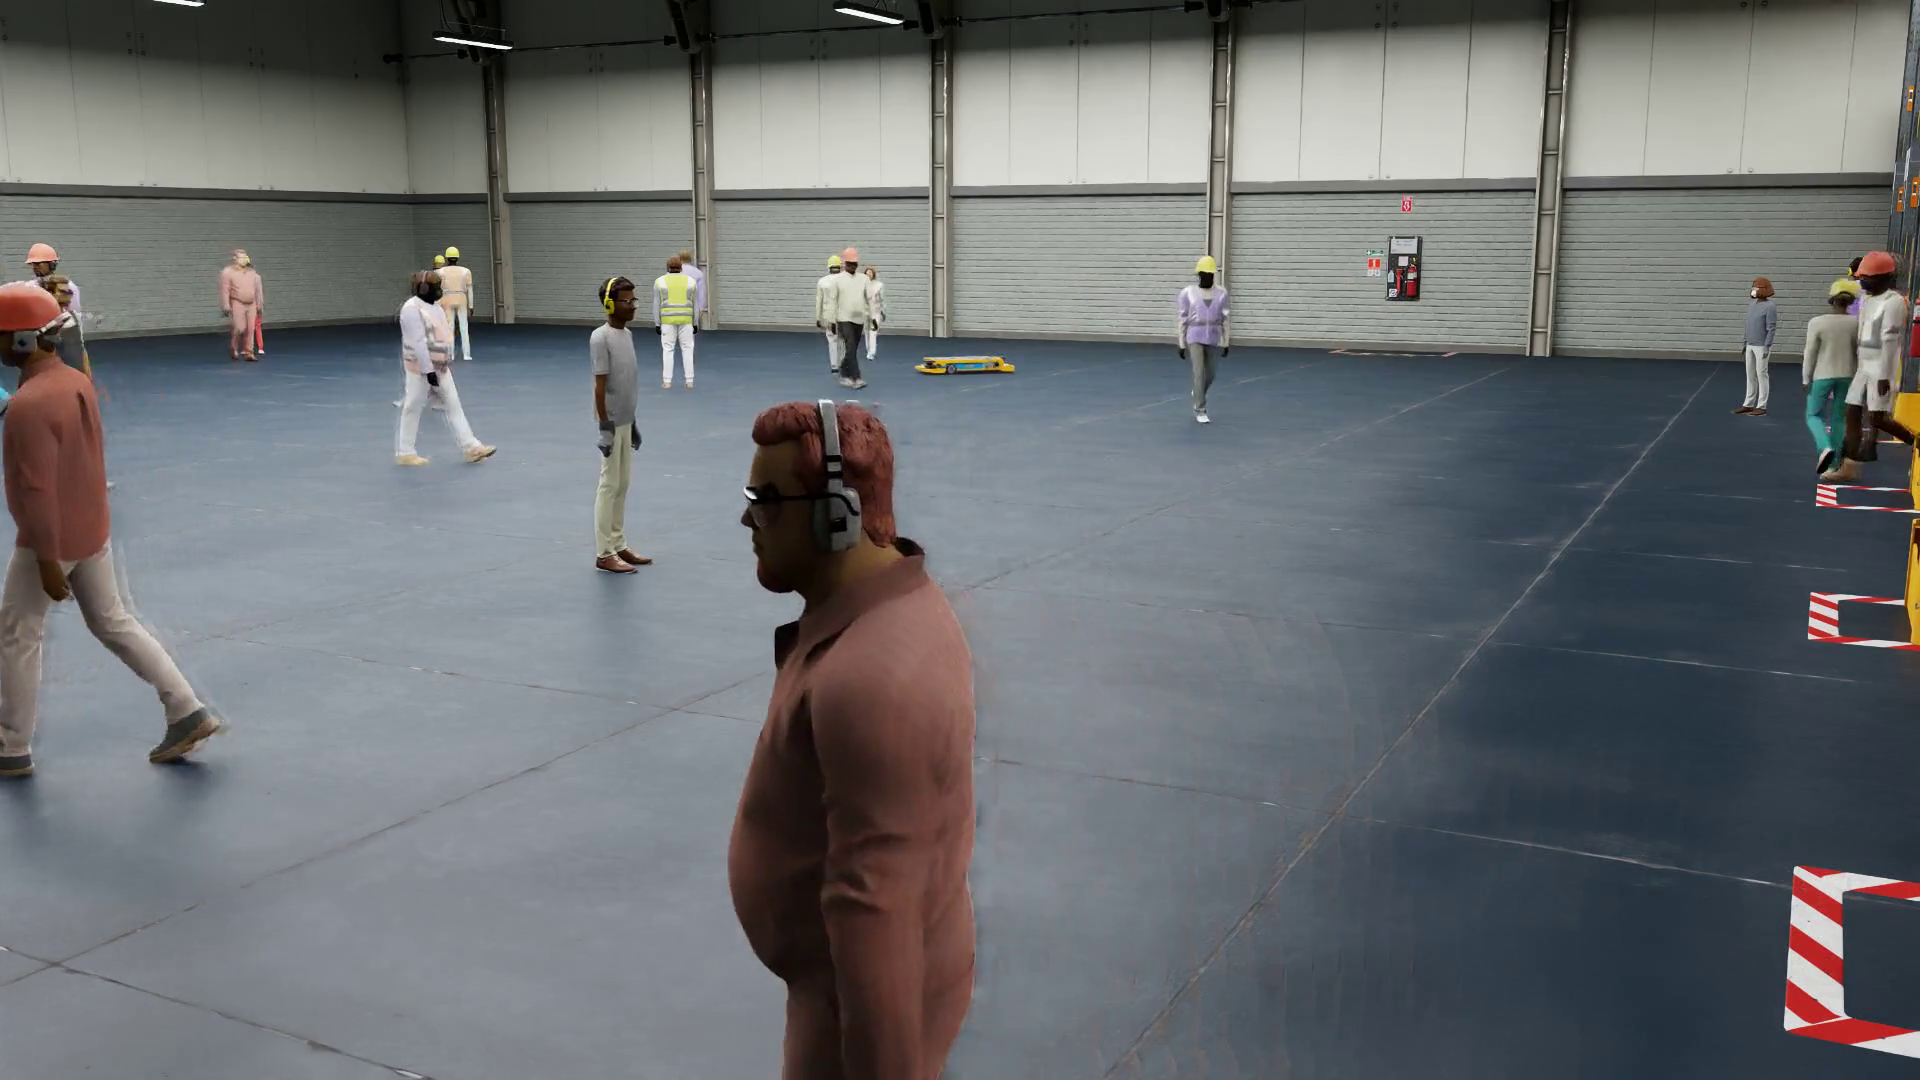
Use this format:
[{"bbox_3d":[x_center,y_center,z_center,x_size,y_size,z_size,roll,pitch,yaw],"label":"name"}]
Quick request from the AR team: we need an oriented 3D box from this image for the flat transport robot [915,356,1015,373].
[{"bbox_3d":[0.070,-2.738,25.889,1.431,0.197,0.652,-3,11,-18],"label":"flat transport robot"}]

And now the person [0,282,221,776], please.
[{"bbox_3d":[-3.488,-0.032,6.543,0.974,1.963,0.617,0,10,-2],"label":"person"}]

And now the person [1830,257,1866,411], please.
[{"bbox_3d":[10.864,-2.493,20.211,0.521,1.865,0.328,2,11,12],"label":"person"}]

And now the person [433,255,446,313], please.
[{"bbox_3d":[-10.198,-4.723,32.724,0.484,1.738,0.323,-6,12,-30],"label":"person"}]

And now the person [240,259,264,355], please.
[{"bbox_3d":[-12.719,-4.179,29.694,0.523,1.760,0.327,-6,12,-29],"label":"person"}]

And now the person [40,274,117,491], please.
[{"bbox_3d":[-7.556,-1.308,13.902,0.870,1.823,0.514,2,11,8],"label":"person"}]

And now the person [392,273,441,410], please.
[{"bbox_3d":[-6.581,-2.400,20.211,0.779,1.664,0.552,2,11,10],"label":"person"}]

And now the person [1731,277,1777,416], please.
[{"bbox_3d":[9.445,-2.287,19.710,0.279,1.634,0.498,-1,10,-8],"label":"person"}]

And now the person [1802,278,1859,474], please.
[{"bbox_3d":[7.682,-1.409,14.593,0.523,1.757,0.492,2,11,10],"label":"person"}]

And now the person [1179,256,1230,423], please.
[{"bbox_3d":[2.786,-2.319,19.163,0.595,1.904,0.768,-2,11,-11],"label":"person"}]

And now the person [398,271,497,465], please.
[{"bbox_3d":[-4.811,-1.570,15.365,0.931,1.800,0.627,2,11,12],"label":"person"}]

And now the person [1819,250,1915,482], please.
[{"bbox_3d":[7.931,-1.466,14.231,0.811,2.011,0.610,1,10,3],"label":"person"}]

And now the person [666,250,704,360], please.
[{"bbox_3d":[-4.624,-3.931,27.983,0.630,1.897,1.014,-5,11,-24],"label":"person"}]

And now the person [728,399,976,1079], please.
[{"bbox_3d":[-0.084,0.714,2.668,0.595,1.892,0.658,0,10,0],"label":"person"}]

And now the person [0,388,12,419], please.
[{"bbox_3d":[-11.220,-2.286,19.145,0.463,1.835,0.590,0,10,0],"label":"person"}]

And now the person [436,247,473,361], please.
[{"bbox_3d":[-8.570,-3.999,28.239,0.594,1.929,0.352,-3,11,-16],"label":"person"}]

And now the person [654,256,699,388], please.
[{"bbox_3d":[-3.964,-3.035,23.256,0.630,1.835,0.429,-3,11,-17],"label":"person"}]

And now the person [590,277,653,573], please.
[{"bbox_3d":[-2.170,-0.734,10.602,0.329,1.871,0.513,2,11,10],"label":"person"}]

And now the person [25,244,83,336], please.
[{"bbox_3d":[-9.333,-2.014,17.108,0.613,2.041,0.393,2,11,12],"label":"person"}]

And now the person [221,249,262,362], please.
[{"bbox_3d":[-12.080,-3.944,28.031,0.453,1.892,0.670,7,12,32],"label":"person"}]

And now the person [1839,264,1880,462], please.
[{"bbox_3d":[8.561,-1.710,15.740,0.358,1.938,0.542,-4,11,-20],"label":"person"}]

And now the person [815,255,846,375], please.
[{"bbox_3d":[-1.932,-3.452,25.557,0.620,1.814,0.610,-3,11,-16],"label":"person"}]

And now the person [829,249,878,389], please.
[{"bbox_3d":[-1.503,-3.090,23.263,0.621,1.947,1.020,-6,12,-29],"label":"person"}]

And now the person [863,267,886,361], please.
[{"bbox_3d":[-1.548,-3.915,28.697,0.528,1.596,0.874,1,10,7],"label":"person"}]
